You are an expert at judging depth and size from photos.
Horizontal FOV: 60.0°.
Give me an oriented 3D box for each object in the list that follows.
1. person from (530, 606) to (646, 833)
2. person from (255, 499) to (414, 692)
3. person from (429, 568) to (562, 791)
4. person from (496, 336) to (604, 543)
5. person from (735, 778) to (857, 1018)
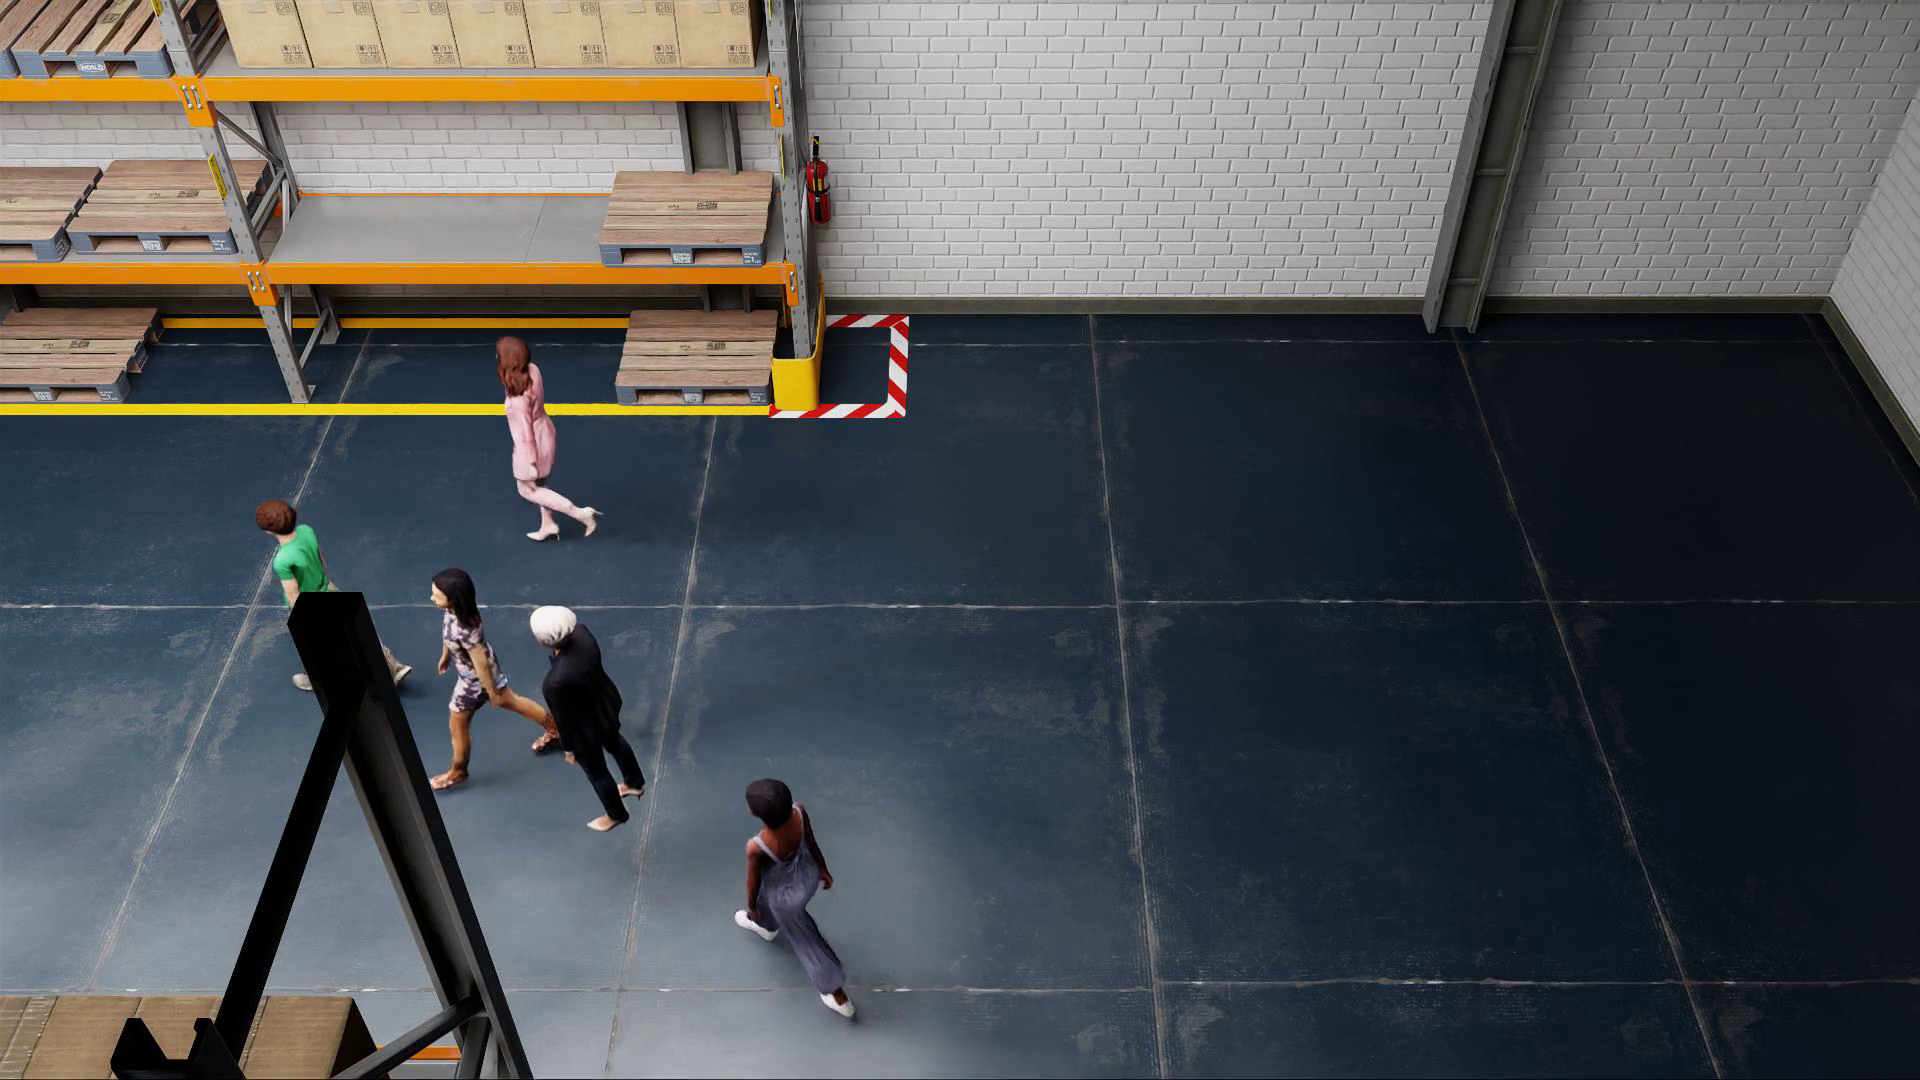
[{"bbox_3d":[-1.992,0.922,8.980,0.678,1.776,0.777,11,45,11],"label":"person"},{"bbox_3d":[-3.954,0.402,10.399,1.118,1.625,0.739,8,44,9],"label":"person"},{"bbox_3d":[-2.803,0.785,9.949,1.200,1.690,0.854,-14,45,-14],"label":"person"},{"bbox_3d":[-2.829,-0.644,11.376,0.813,1.791,0.612,1,44,1],"label":"person"},{"bbox_3d":[-0.817,1.905,8.800,1.214,1.653,1.033,30,51,28],"label":"person"}]
